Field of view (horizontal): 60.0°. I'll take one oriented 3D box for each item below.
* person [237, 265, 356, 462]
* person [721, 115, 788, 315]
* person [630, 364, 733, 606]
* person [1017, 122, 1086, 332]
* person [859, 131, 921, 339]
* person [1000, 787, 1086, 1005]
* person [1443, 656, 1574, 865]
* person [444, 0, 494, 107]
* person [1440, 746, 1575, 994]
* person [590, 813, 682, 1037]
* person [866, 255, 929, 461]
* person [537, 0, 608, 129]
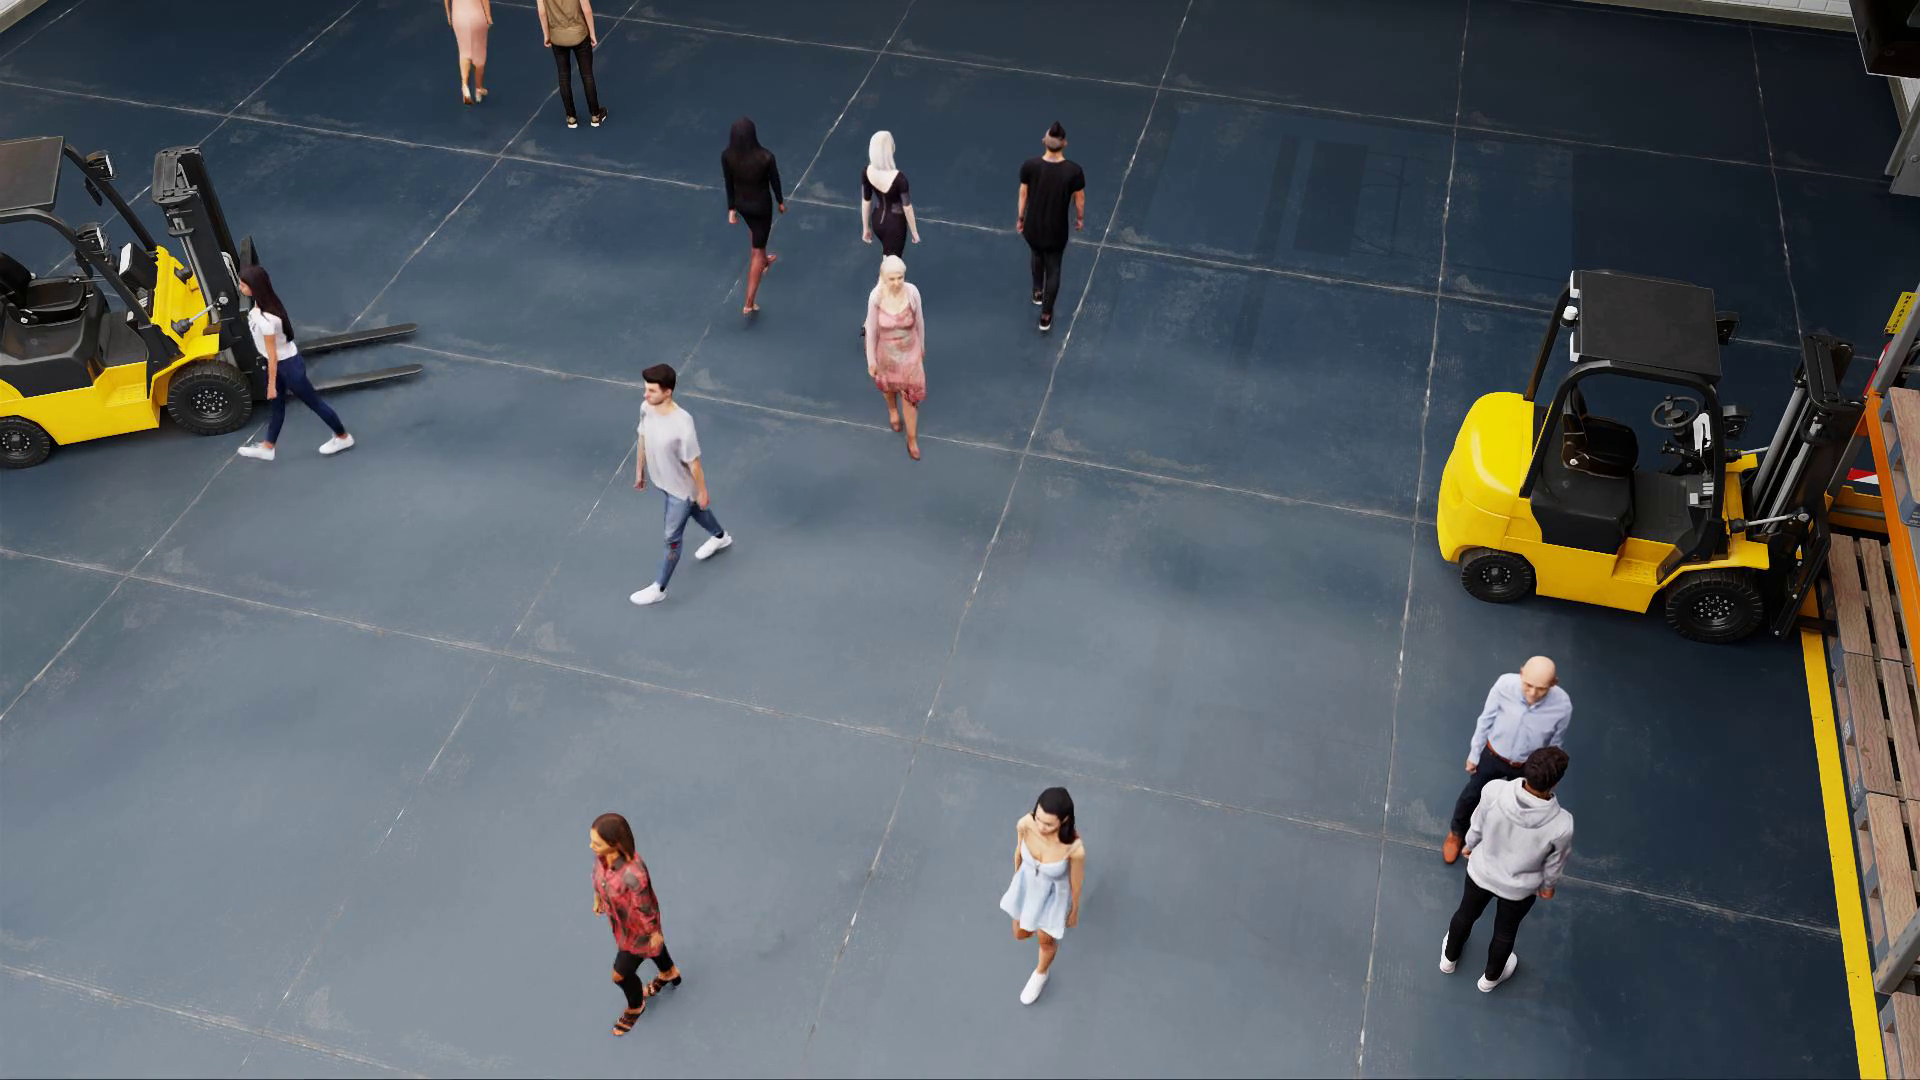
[{"bbox_3d":[-4.915,-1.306,12.395,1.094,1.743,1.071,-18,47,-18],"label":"person"},{"bbox_3d":[-1.735,-2.695,13.901,0.612,1.676,1.196,11,45,11],"label":"person"},{"bbox_3d":[-1.876,-0.461,11.440,1.293,1.838,1.105,-32,52,-29],"label":"person"},{"bbox_3d":[0.715,-2.552,13.631,0.745,1.842,0.883,6,44,7],"label":"person"},{"bbox_3d":[-0.621,-2.443,13.557,0.828,1.787,1.231,22,48,22],"label":"person"},{"bbox_3d":[0.508,1.864,9.083,0.703,1.721,0.848,21,48,21],"label":"person"},{"bbox_3d":[3.194,1.281,9.648,0.654,1.787,0.582,16,46,16],"label":"person"},{"bbox_3d":[-4.811,-5.055,16.284,0.704,1.807,0.882,0,44,0],"label":"person"},{"bbox_3d":[2.961,1.786,9.014,0.757,1.930,0.714,25,49,24],"label":"person"},{"bbox_3d":[-1.691,1.988,8.977,0.879,1.688,0.817,-27,50,-26],"label":"person"},{"bbox_3d":[-0.506,-1.491,12.646,0.875,1.664,1.062,-7,44,-8],"label":"person"},{"bbox_3d":[-3.782,-4.879,16.068,0.735,1.851,0.674,-2,44,-2],"label":"person"}]
